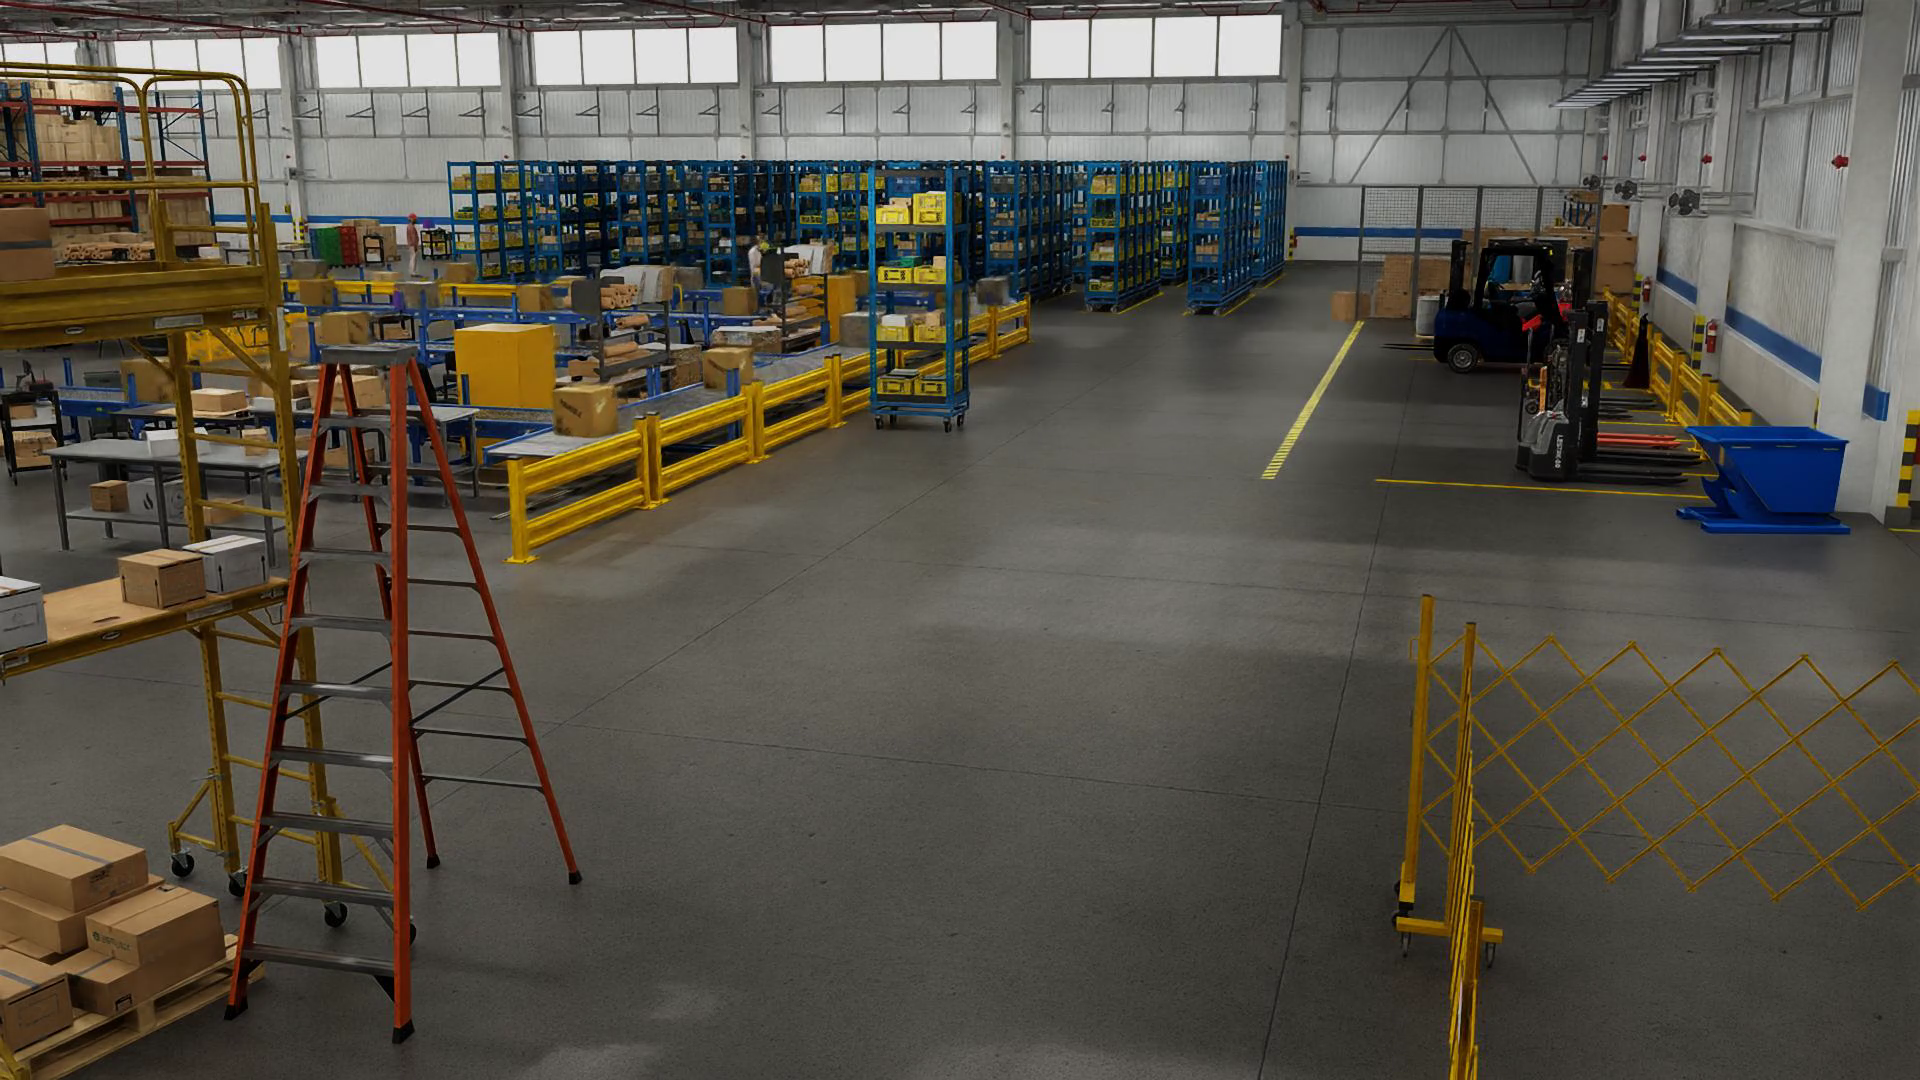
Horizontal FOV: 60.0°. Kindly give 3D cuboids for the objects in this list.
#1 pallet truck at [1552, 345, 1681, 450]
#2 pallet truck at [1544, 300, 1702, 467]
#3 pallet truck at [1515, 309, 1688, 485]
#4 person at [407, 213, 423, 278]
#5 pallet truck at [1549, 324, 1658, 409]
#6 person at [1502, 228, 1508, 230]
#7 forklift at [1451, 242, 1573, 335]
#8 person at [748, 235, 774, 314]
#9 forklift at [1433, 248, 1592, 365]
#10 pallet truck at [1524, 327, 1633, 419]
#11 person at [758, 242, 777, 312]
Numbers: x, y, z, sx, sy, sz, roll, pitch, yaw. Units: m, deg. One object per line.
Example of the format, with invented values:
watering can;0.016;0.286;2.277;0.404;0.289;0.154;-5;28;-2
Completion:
pallet truck;8.641;-1.896;21.908;1.630;1.274;0.653;4;14;16
pallet truck;8.263;-1.952;20.631;1.885;1.965;0.823;5;14;20
pallet truck;7.554;-1.677;19.446;1.885;1.965;0.823;3;13;14
person;-17.000;-9.163;51.785;0.390;1.992;0.624;-7;15;-28
pallet truck;9.824;-2.669;25.407;1.601;1.201;0.680;4;14;16
person;14.740;-7.524;45.077;0.574;1.831;0.406;-1;13;-3
forklift;10.464;-4.597;31.405;2.680;1.987;1.157;4;14;16
person;-4.868;-6.372;39.971;0.858;1.881;0.638;9;16;33
forklift;9.780;-4.111;29.280;2.680;1.987;1.157;3;13;14
pallet truck;9.065;-2.460;24.370;1.522;1.261;0.704;3;13;14
person;-4.525;-5.987;38.528;0.917;1.780;0.618;2;13;7
